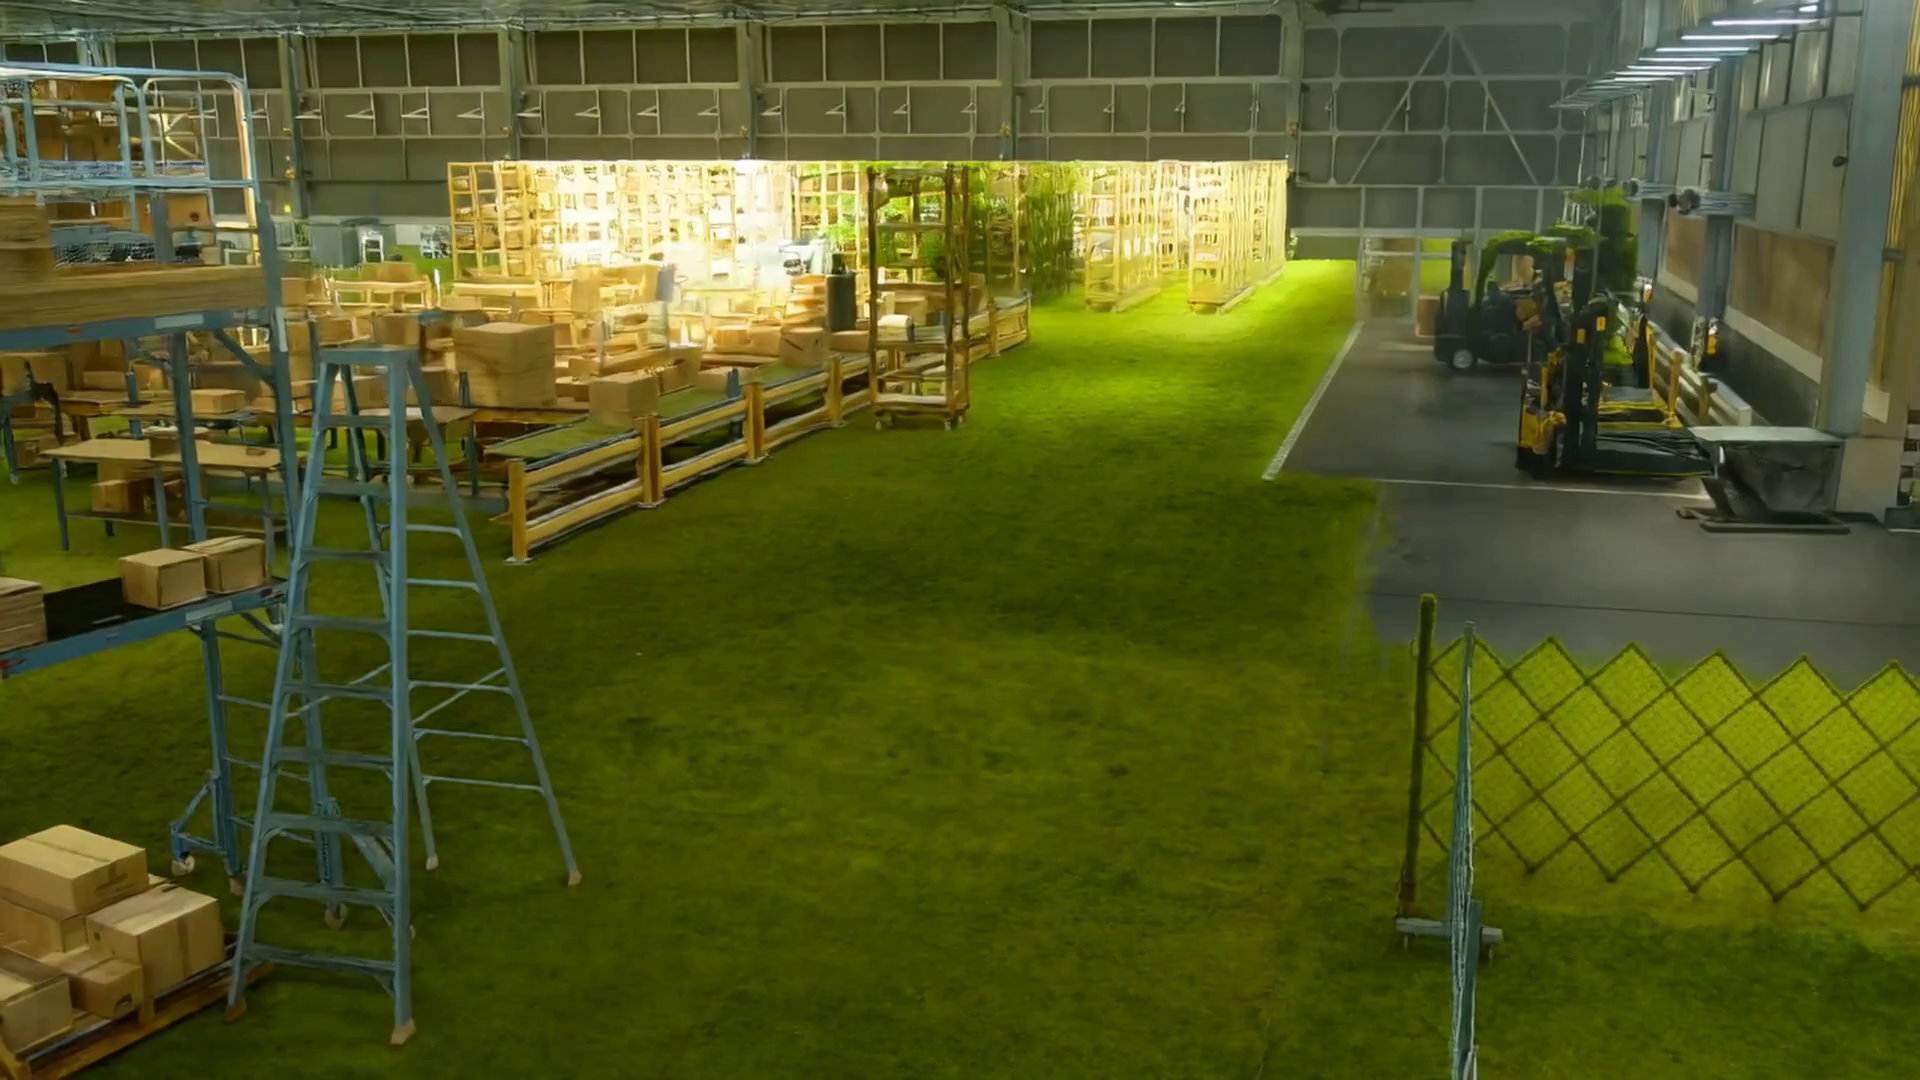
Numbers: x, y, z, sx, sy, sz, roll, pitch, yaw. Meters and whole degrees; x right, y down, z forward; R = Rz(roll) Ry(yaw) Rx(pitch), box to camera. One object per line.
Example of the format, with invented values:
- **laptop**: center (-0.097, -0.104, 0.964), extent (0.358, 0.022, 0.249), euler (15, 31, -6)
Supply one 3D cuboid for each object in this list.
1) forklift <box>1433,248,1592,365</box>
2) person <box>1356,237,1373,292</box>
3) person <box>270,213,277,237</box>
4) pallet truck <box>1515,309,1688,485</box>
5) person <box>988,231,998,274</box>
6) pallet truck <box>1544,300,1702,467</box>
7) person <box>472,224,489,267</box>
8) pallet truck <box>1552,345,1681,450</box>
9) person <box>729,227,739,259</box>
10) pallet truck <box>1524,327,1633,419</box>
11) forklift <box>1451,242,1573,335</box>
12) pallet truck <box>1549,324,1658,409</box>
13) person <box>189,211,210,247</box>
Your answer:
- **forklift**: center (9.780, -4.111, 29.280), extent (2.680, 1.987, 1.157), euler (3, 13, 14)
- **person**: center (9.839, -6.453, 40.468), extent (0.404, 1.824, 0.586), euler (11, 17, 38)
- **person**: center (-25.295, -11.153, 60.972), extent (0.505, 1.723, 0.529), euler (-12, 18, -42)
- **pallet truck**: center (7.554, -1.677, 19.446), extent (1.885, 1.965, 0.823), euler (3, 13, 14)
- **person**: center (0.930, -8.132, 47.762), extent (0.957, 1.804, 0.583), euler (4, 14, 17)
- **pallet truck**: center (8.263, -1.952, 20.631), extent (1.885, 1.965, 0.823), euler (5, 14, 20)
- **person**: center (-14.601, -8.902, 50.854), extent (0.651, 1.906, 0.402), euler (10, 17, 38)
- **pallet truck**: center (8.641, -1.896, 21.908), extent (1.630, 1.274, 0.653), euler (4, 14, 16)
- **person**: center (-7.127, -9.208, 51.979), extent (0.393, 1.992, 0.622), euler (12, 18, 42)
- **pallet truck**: center (9.065, -2.460, 24.370), extent (1.522, 1.261, 0.704), euler (3, 13, 14)
- **forklift**: center (10.464, -4.597, 31.405), extent (2.680, 1.987, 1.157), euler (4, 14, 16)
- **pallet truck**: center (9.824, -2.669, 25.407), extent (1.601, 1.201, 0.680), euler (4, 14, 16)
- **person**: center (-25.220, -9.910, 55.144), extent (0.611, 1.937, 0.535), euler (-3, 13, -14)
